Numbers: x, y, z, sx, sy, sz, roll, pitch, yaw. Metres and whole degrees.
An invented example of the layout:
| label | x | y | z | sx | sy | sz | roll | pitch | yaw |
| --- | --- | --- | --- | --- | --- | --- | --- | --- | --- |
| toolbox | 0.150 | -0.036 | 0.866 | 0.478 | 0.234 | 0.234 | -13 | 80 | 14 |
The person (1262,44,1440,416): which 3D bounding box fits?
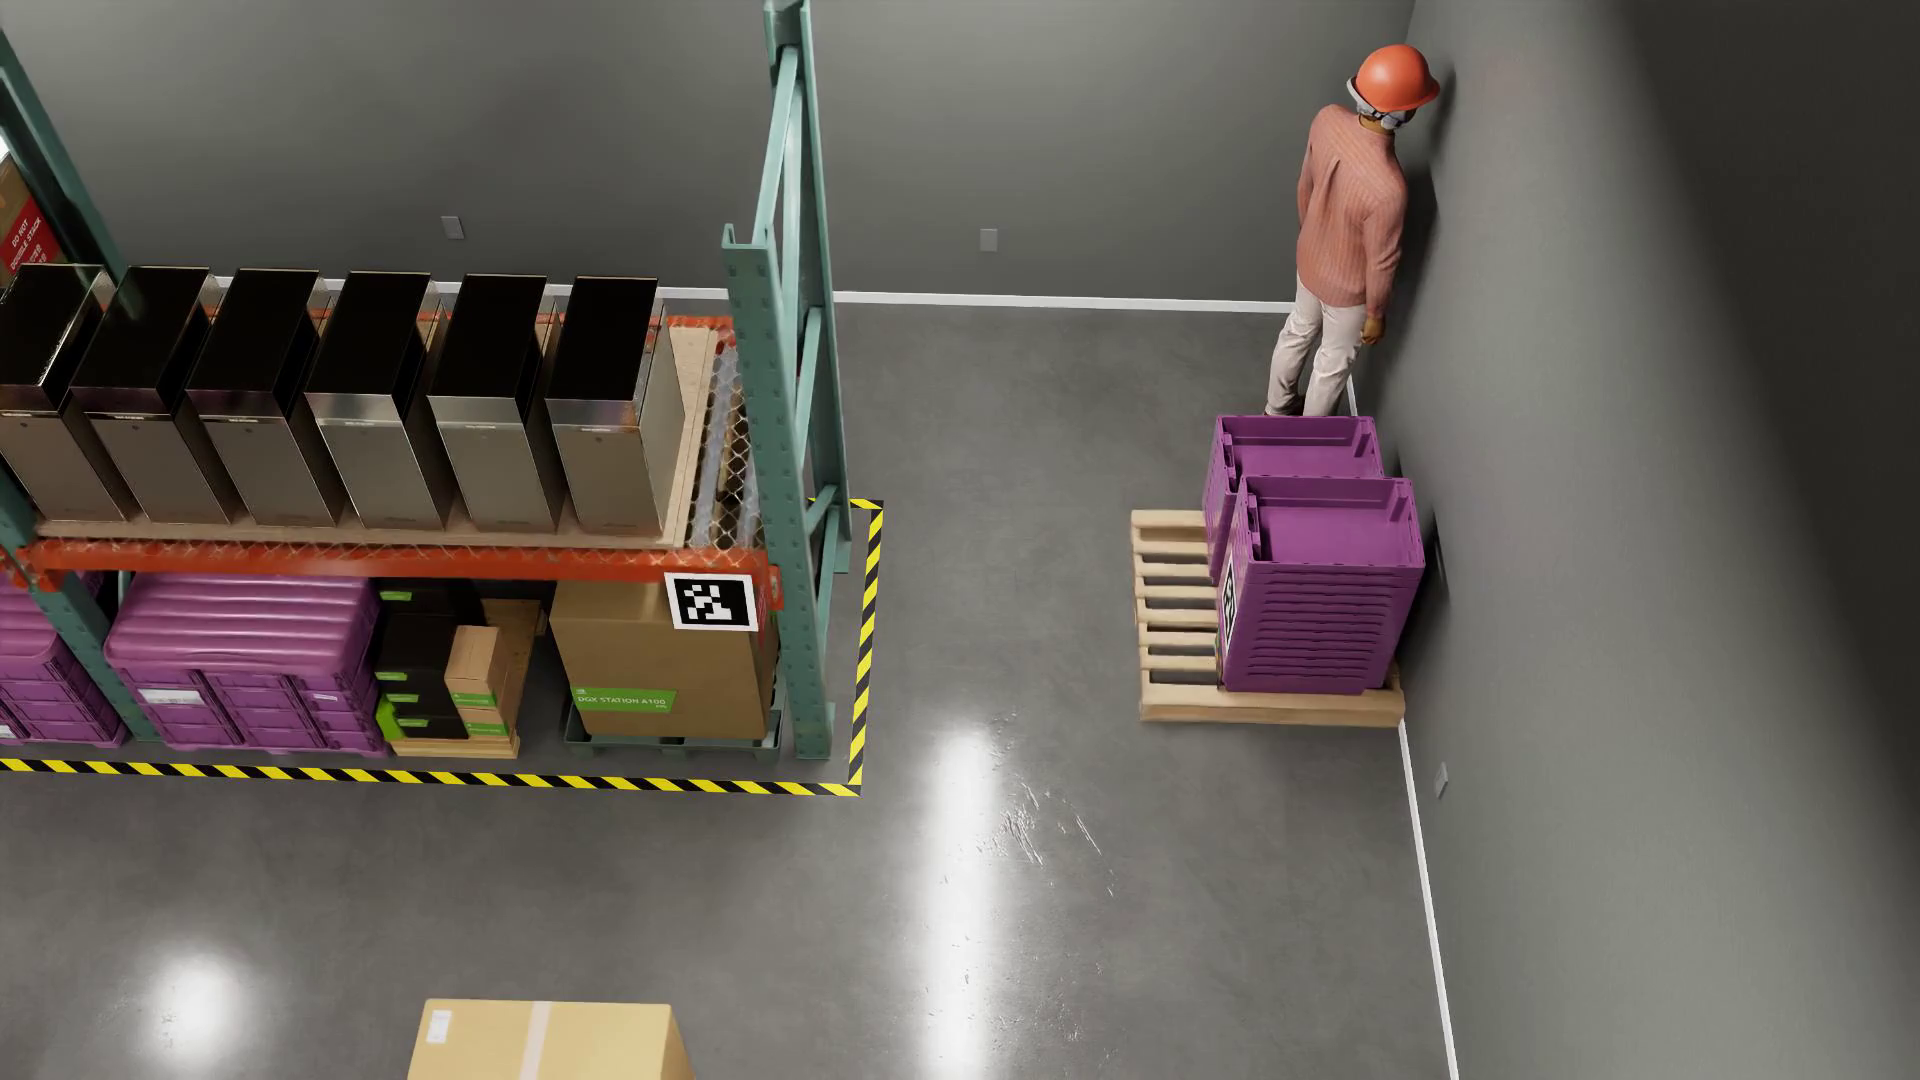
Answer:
| label | x | y | z | sx | sy | sz | roll | pitch | yaw |
| --- | --- | --- | --- | --- | --- | --- | --- | --- | --- |
| person | 1.504 | -1.061 | 6.492 | 0.379 | 1.996 | 0.611 | -17 | 54 | -13 |
